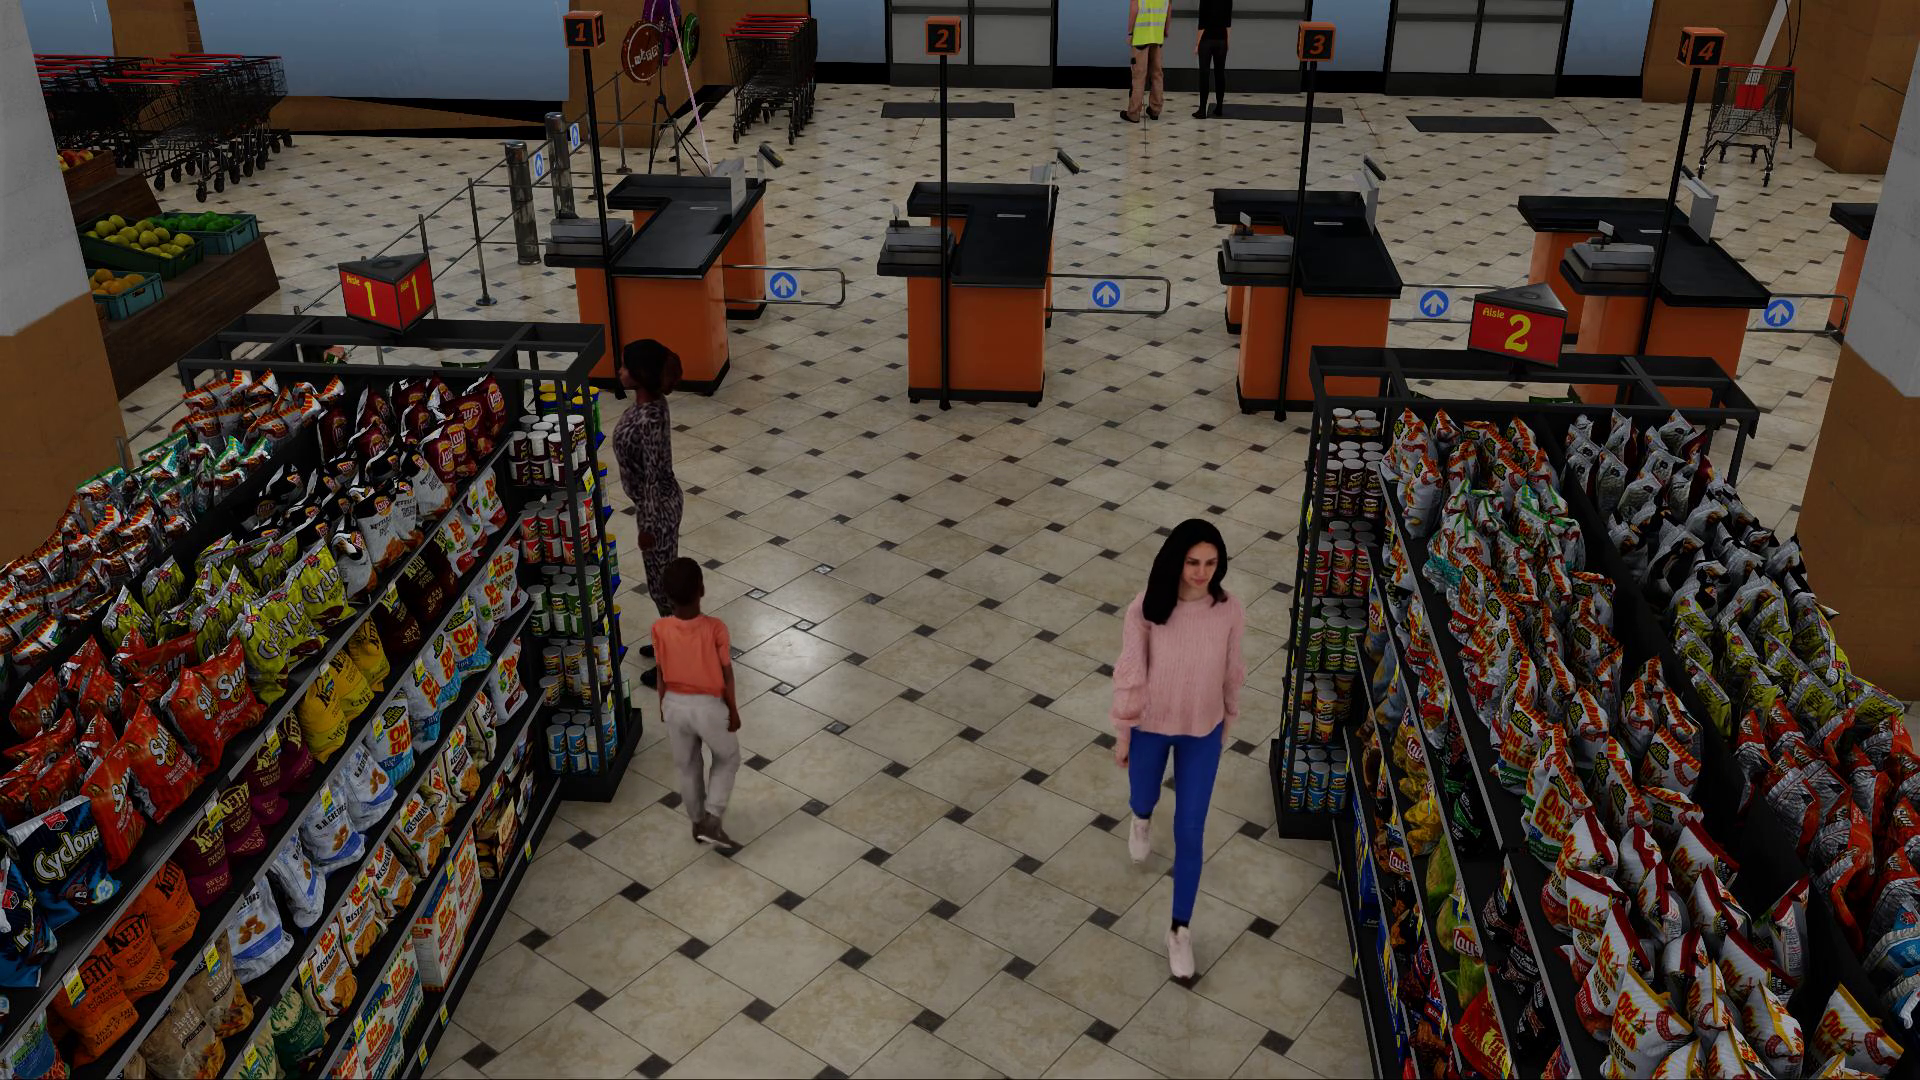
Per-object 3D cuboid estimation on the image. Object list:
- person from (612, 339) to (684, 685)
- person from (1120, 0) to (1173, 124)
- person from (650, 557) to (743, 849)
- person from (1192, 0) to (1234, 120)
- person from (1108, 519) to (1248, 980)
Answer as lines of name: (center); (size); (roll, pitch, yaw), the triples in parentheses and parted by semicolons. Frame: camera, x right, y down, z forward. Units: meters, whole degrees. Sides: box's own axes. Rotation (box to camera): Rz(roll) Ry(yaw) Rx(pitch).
person: (-1.432, -0.133, 7.843); (0.690, 1.714, 0.574); (-4, 27, -8)
person: (2.072, -5.594, 18.465); (0.843, 1.846, 0.881); (-12, 29, -23)
person: (-1.064, 0.699, 6.656); (0.487, 1.303, 0.604); (2, 27, 5)
person: (2.845, -5.574, 18.652); (0.639, 1.640, 0.618); (-8, 28, -15)
person: (0.778, 0.682, 6.208); (0.639, 1.738, 1.117); (2, 27, 5)
